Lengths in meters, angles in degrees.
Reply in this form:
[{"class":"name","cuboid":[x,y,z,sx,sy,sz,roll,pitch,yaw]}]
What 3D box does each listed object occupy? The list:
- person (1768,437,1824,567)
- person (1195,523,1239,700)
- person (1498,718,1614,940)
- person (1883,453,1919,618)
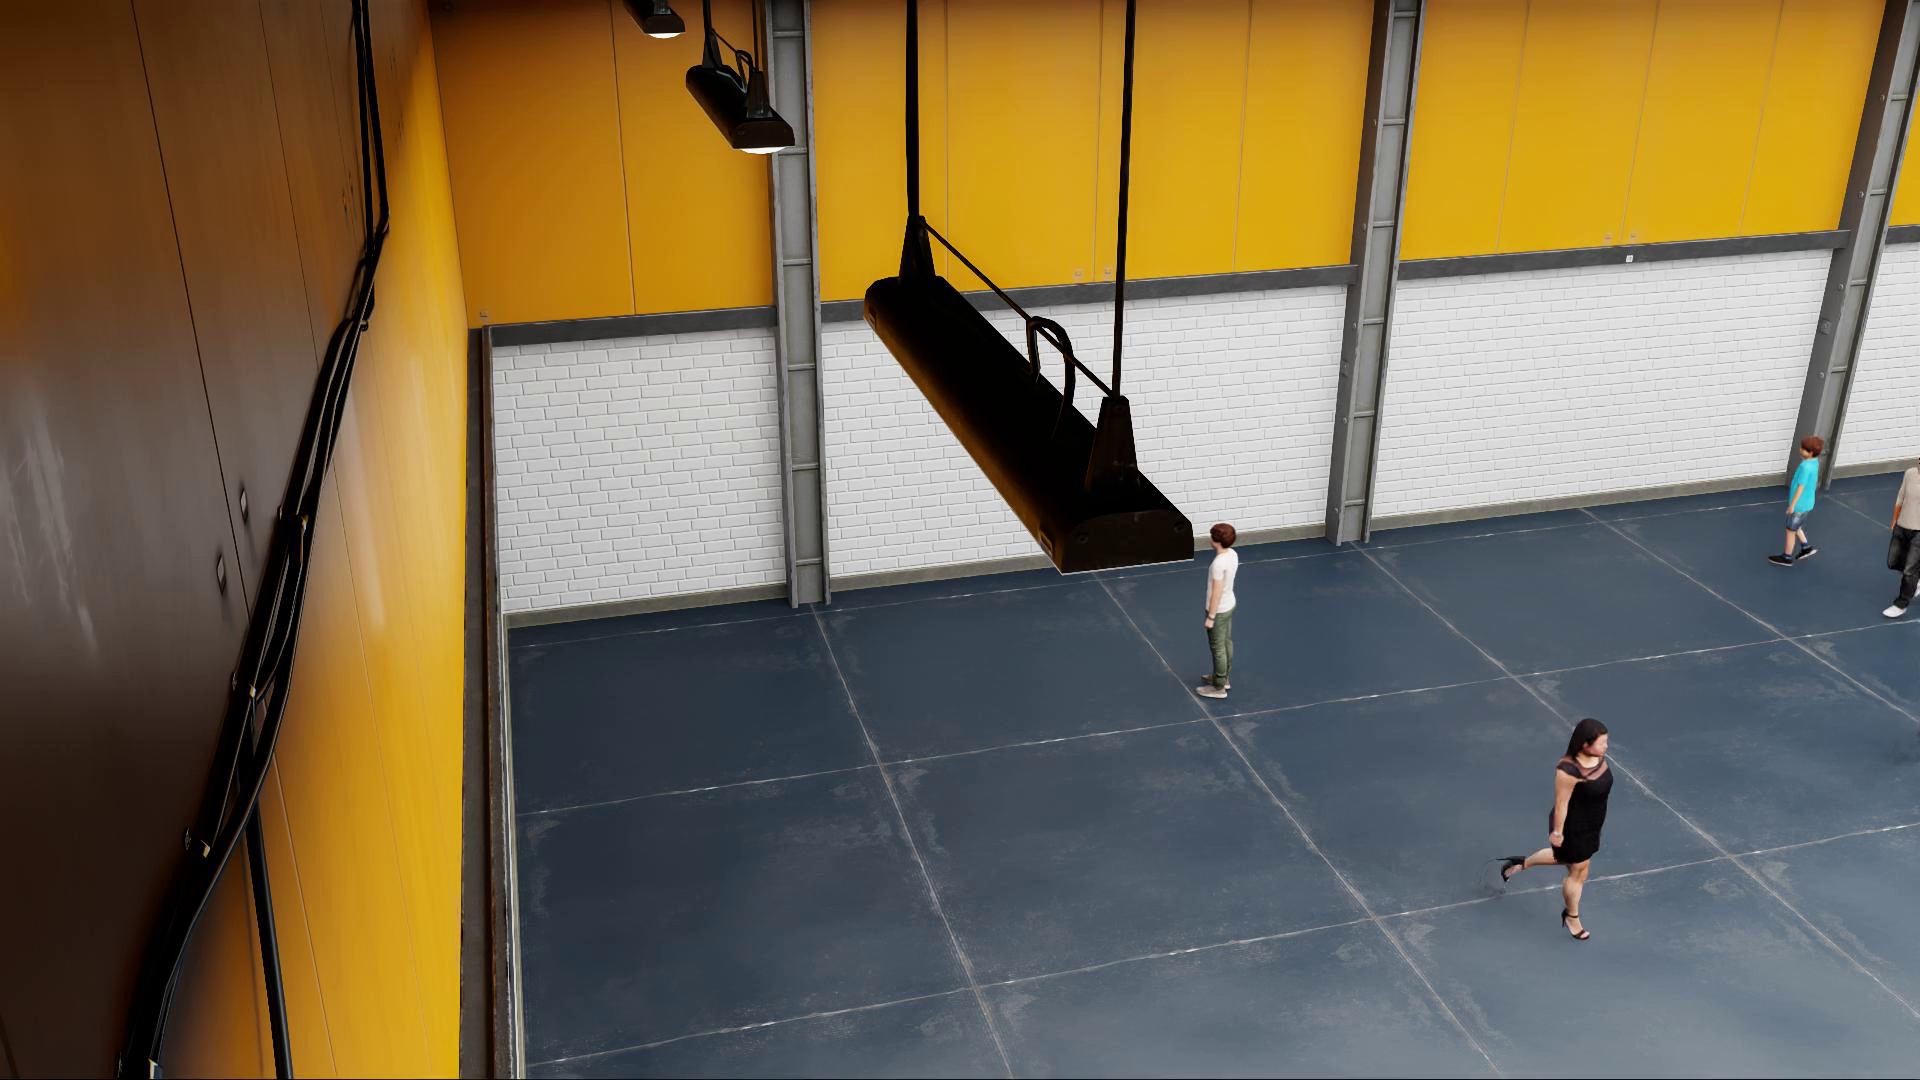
[{"class":"person","cuboid":[8.854,-0.397,17.386,0.770,1.444,0.718,17,29,34]},{"class":"person","cuboid":[2.323,0.616,14.807,0.721,1.654,0.668,12,26,25]},{"class":"person","cuboid":[4.226,1.972,11.652,1.032,1.697,1.023,18,30,36]},{"class":"person","cuboid":[9.428,-0.121,16.312,0.932,1.799,0.778,-13,27,-27]}]
